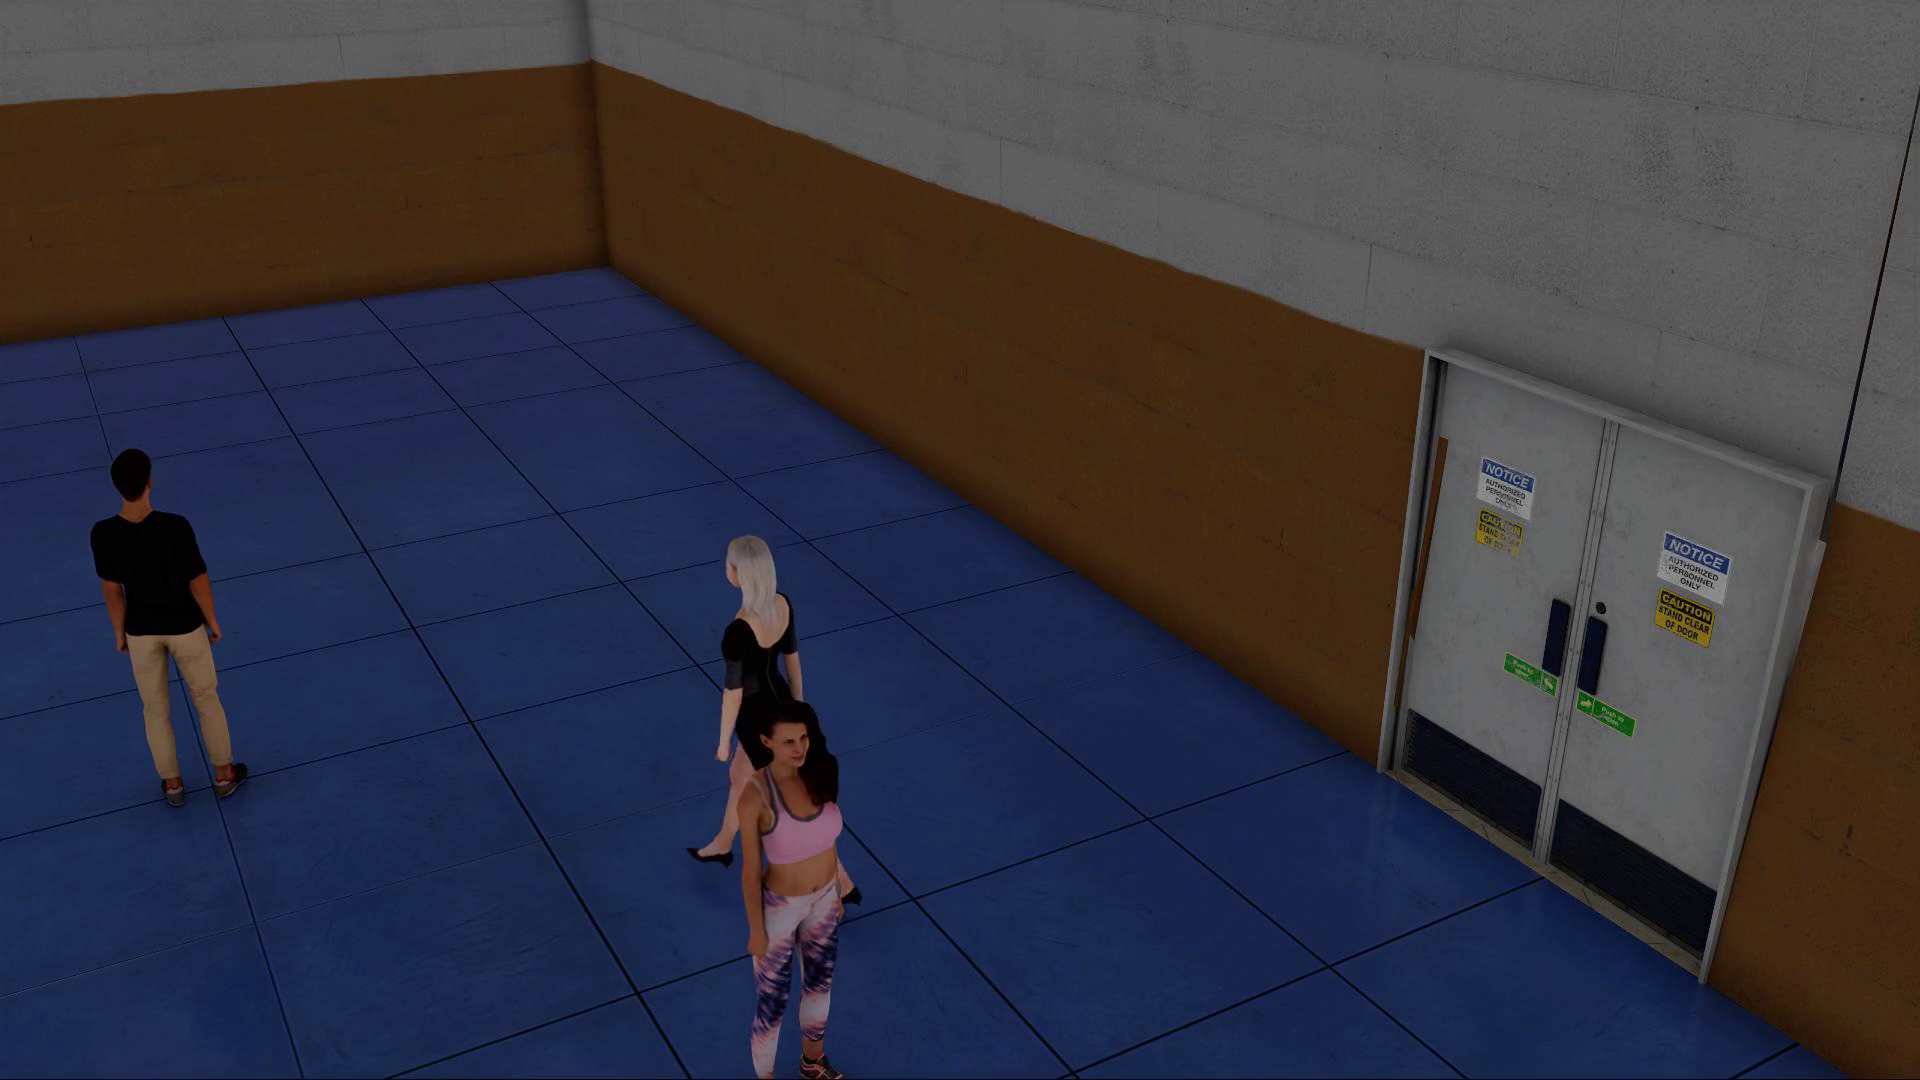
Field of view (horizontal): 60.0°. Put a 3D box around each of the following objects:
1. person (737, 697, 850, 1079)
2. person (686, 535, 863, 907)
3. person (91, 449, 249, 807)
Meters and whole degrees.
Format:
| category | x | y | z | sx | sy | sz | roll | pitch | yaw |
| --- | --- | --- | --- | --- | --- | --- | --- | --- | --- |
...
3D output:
| category | x | y | z | sx | sy | sz | roll | pitch | yaw |
| --- | --- | --- | --- | --- | --- | --- | --- | --- | --- |
| person | -0.609 | 1.369 | 6.146 | 0.533 | 1.766 | 0.701 | -20 | 31 | -39 |
| person | -0.772 | 0.870 | 7.278 | 1.127 | 1.775 | 1.188 | 11 | 26 | 23 |
| person | -3.886 | 0.435 | 8.134 | 0.540 | 1.859 | 0.735 | -7 | 25 | -16 |
